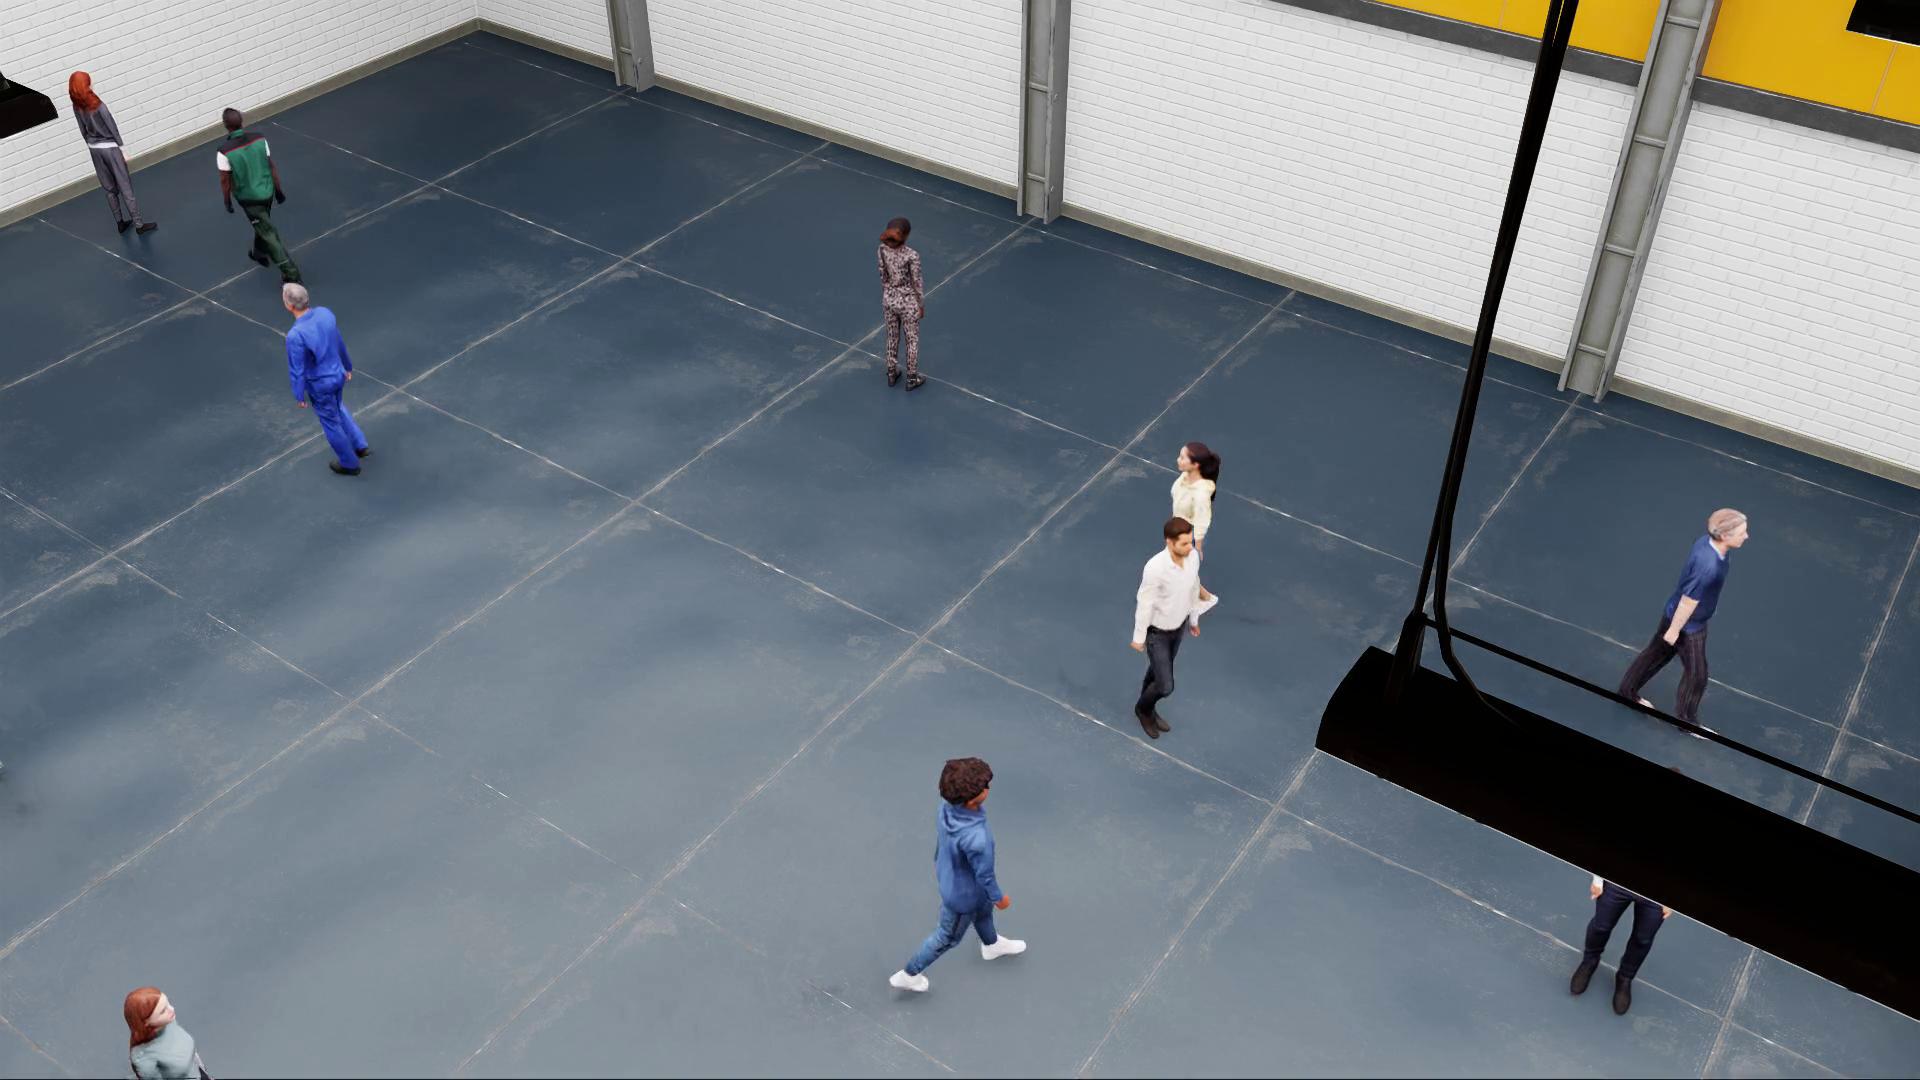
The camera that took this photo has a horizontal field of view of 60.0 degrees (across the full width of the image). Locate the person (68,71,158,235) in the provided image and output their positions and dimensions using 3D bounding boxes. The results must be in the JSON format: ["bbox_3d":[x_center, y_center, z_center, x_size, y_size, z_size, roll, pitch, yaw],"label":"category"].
[{"bbox_3d":[-8.856,-4.018,17.266,0.555,1.780,0.697,9,40,12],"label":"person"}]

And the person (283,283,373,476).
[{"bbox_3d":[-5.214,-1.307,13.841,0.763,1.818,0.829,14,41,17],"label":"person"}]

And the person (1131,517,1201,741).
[{"bbox_3d":[1.334,0.568,11.458,0.721,1.863,0.678,-31,48,-33],"label":"person"}]

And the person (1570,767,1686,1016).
[{"bbox_3d":[3.954,1.984,9.686,0.592,1.861,0.723,16,41,19],"label":"person"}]

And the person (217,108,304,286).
[{"bbox_3d":[-6.899,-3.334,16.398,1.186,1.794,0.735,27,46,30],"label":"person"}]

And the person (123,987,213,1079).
[{"bbox_3d":[-4.076,2.925,8.612,1.039,1.730,0.933,-3,39,-3],"label":"person"}]

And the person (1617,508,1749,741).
[{"bbox_3d":[4.943,0.521,11.530,0.975,1.844,0.744,18,42,22],"label":"person"}]

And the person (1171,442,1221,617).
[{"bbox_3d":[1.775,-0.054,12.430,0.851,1.621,0.799,0,39,0],"label":"person"}]

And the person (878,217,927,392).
[{"bbox_3d":[-0.530,-2.131,14.956,0.526,1.714,0.654,19,42,22],"label":"person"}]

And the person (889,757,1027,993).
[{"bbox_3d":[-0.056,2.002,9.721,1.179,1.789,1.156,-9,39,-11],"label":"person"}]
